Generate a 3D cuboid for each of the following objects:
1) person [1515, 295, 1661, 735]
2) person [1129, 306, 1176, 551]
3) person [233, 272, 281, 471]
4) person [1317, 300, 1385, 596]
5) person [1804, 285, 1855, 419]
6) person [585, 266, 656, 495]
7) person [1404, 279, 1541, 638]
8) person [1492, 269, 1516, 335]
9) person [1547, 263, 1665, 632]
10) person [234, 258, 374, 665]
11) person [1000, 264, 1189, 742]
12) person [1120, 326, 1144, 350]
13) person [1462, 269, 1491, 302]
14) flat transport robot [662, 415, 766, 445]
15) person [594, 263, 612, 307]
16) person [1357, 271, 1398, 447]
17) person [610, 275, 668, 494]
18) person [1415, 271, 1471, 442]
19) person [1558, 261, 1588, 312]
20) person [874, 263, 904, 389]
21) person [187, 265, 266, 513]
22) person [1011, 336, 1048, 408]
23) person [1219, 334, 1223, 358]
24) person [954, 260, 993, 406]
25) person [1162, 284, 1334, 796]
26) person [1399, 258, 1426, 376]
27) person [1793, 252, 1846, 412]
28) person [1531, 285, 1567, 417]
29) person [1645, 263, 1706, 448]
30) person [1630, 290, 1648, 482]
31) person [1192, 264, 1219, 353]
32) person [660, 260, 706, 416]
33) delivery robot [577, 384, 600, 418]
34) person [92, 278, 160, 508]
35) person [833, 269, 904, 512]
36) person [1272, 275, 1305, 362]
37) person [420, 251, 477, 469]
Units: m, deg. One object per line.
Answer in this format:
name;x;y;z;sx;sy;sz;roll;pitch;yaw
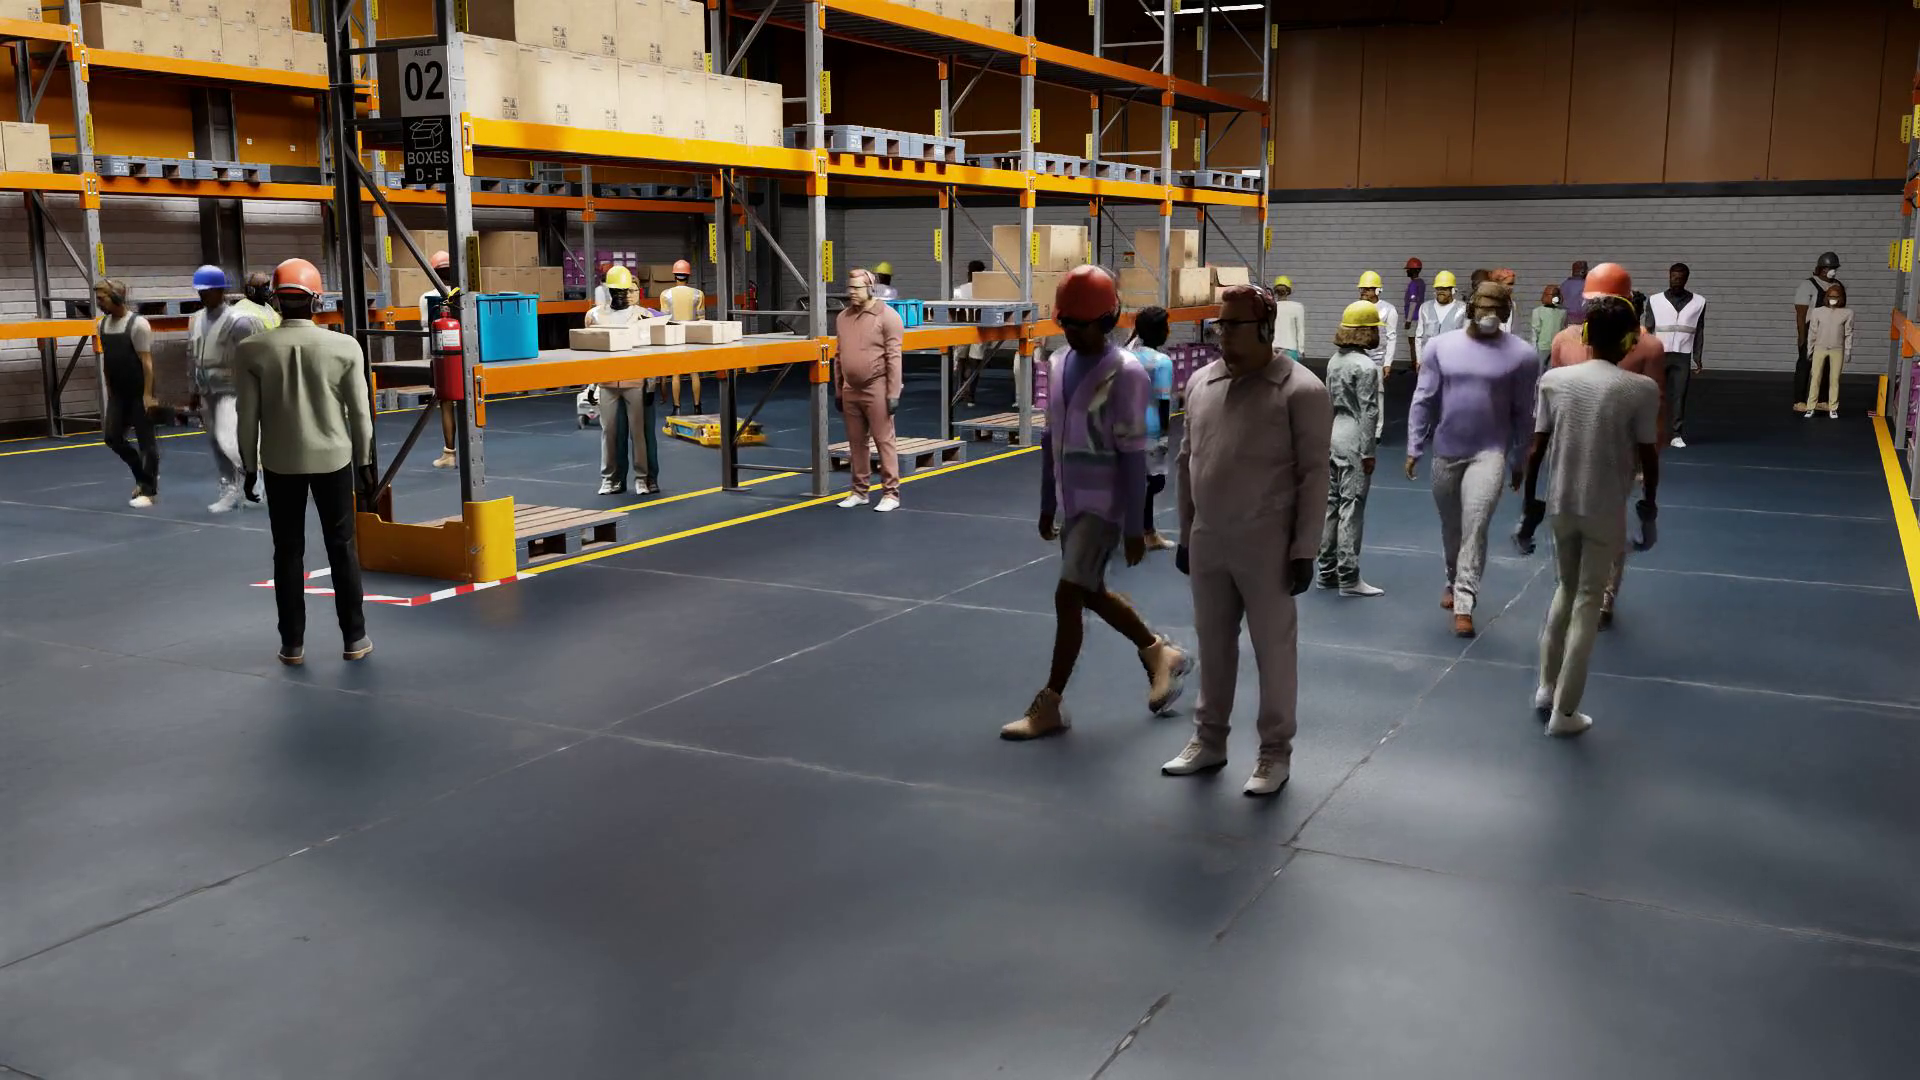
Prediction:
person;2.673;-0.103;7.053;0.620;1.842;0.528;-10;14;-44
person;1.182;-0.722;11.113;0.632;1.679;0.538;-5;11;-25
person;-6.505;-1.568;15.532;0.429;1.844;0.625;1;10;6
person;2.338;-0.544;9.883;0.315;1.743;0.487;-3;10;-16
person;10.655;-2.303;20.389;0.498;1.633;0.284;5;11;28
person;-2.826;-1.319;13.880;0.585;1.919;0.404;0;10;-2
person;2.798;-0.471;9.088;0.661;1.889;1.010;5;11;26
person;5.408;-1.810;16.890;0.594;1.867;0.420;-7;12;-37
person;3.461;-0.496;8.946;0.636;1.971;0.620;8;12;38
person;-3.225;-0.383;8.224;0.623;1.992;0.397;-3;10;-19
person;0.617;-0.160;7.003;0.942;1.987;0.637;-6;11;-30
person;2.795;-3.318;25.419;1.062;1.910;0.706;3;10;17
person;6.247;-2.342;20.070;0.632;1.829;0.438;-5;11;-28
flat transport robot;-2.676;-1.208;17.984;0.652;0.197;1.431;-5;11;-28
person;-5.048;-3.029;23.879;0.389;1.880;0.597;6;11;31
person;4.248;-1.882;17.375;0.586;1.833;0.403;8;13;40
person;-2.752;-1.311;14.028;0.570;1.844;0.377;-1;10;-9
person;5.130;-1.938;17.695;0.591;1.834;0.404;5;11;29
person;9.190;-3.200;24.789;0.407;1.906;0.654;-3;10;-15
person;-1.131;-3.094;24.280;0.607;1.882;0.988;8;12;38
person;-5.762;-1.166;12.960;0.611;1.934;0.429;5;11;26
person;0.911;-2.506;21.612;0.518;1.624;0.523;6;11;30
person;3.528;-2.385;20.861;0.544;1.622;0.395;5;11;28
person;0.157;-2.748;22.107;0.611;1.928;0.596;1;10;7
person;1.059;0.000;6.262;0.399;1.908;0.643;-10;14;-44
person;7.465;-3.675;27.443;0.361;1.939;0.542;6;11;29
person;11.024;-2.653;21.232;0.676;2.000;0.536;-2;10;-12
person;7.269;-2.332;20.553;0.499;1.633;0.286;-4;10;-20
person;7.427;-1.920;17.348;0.596;1.915;0.370;2;10;12
person;5.893;-1.359;14.752;0.320;1.692;0.531;-4;11;-22
person;3.744;-3.326;25.624;0.915;1.880;0.544;6;11;30
person;-3.382;-2.444;20.323;0.551;1.934;0.373;-2;10;-14
delivery robot;-4.210;-1.629;19.331;0.477;0.478;0.707;0;10;1
person;-6.592;-1.163;13.228;0.556;1.823;0.411;2;10;12
person;-0.744;-1.170;13.081;0.650;1.900;0.396;7;12;35
person;3.895;-2.314;20.100;0.550;1.742;0.647;3;10;16
person;-4.794;-1.683;15.635;0.392;2.035;0.605;9;13;42
